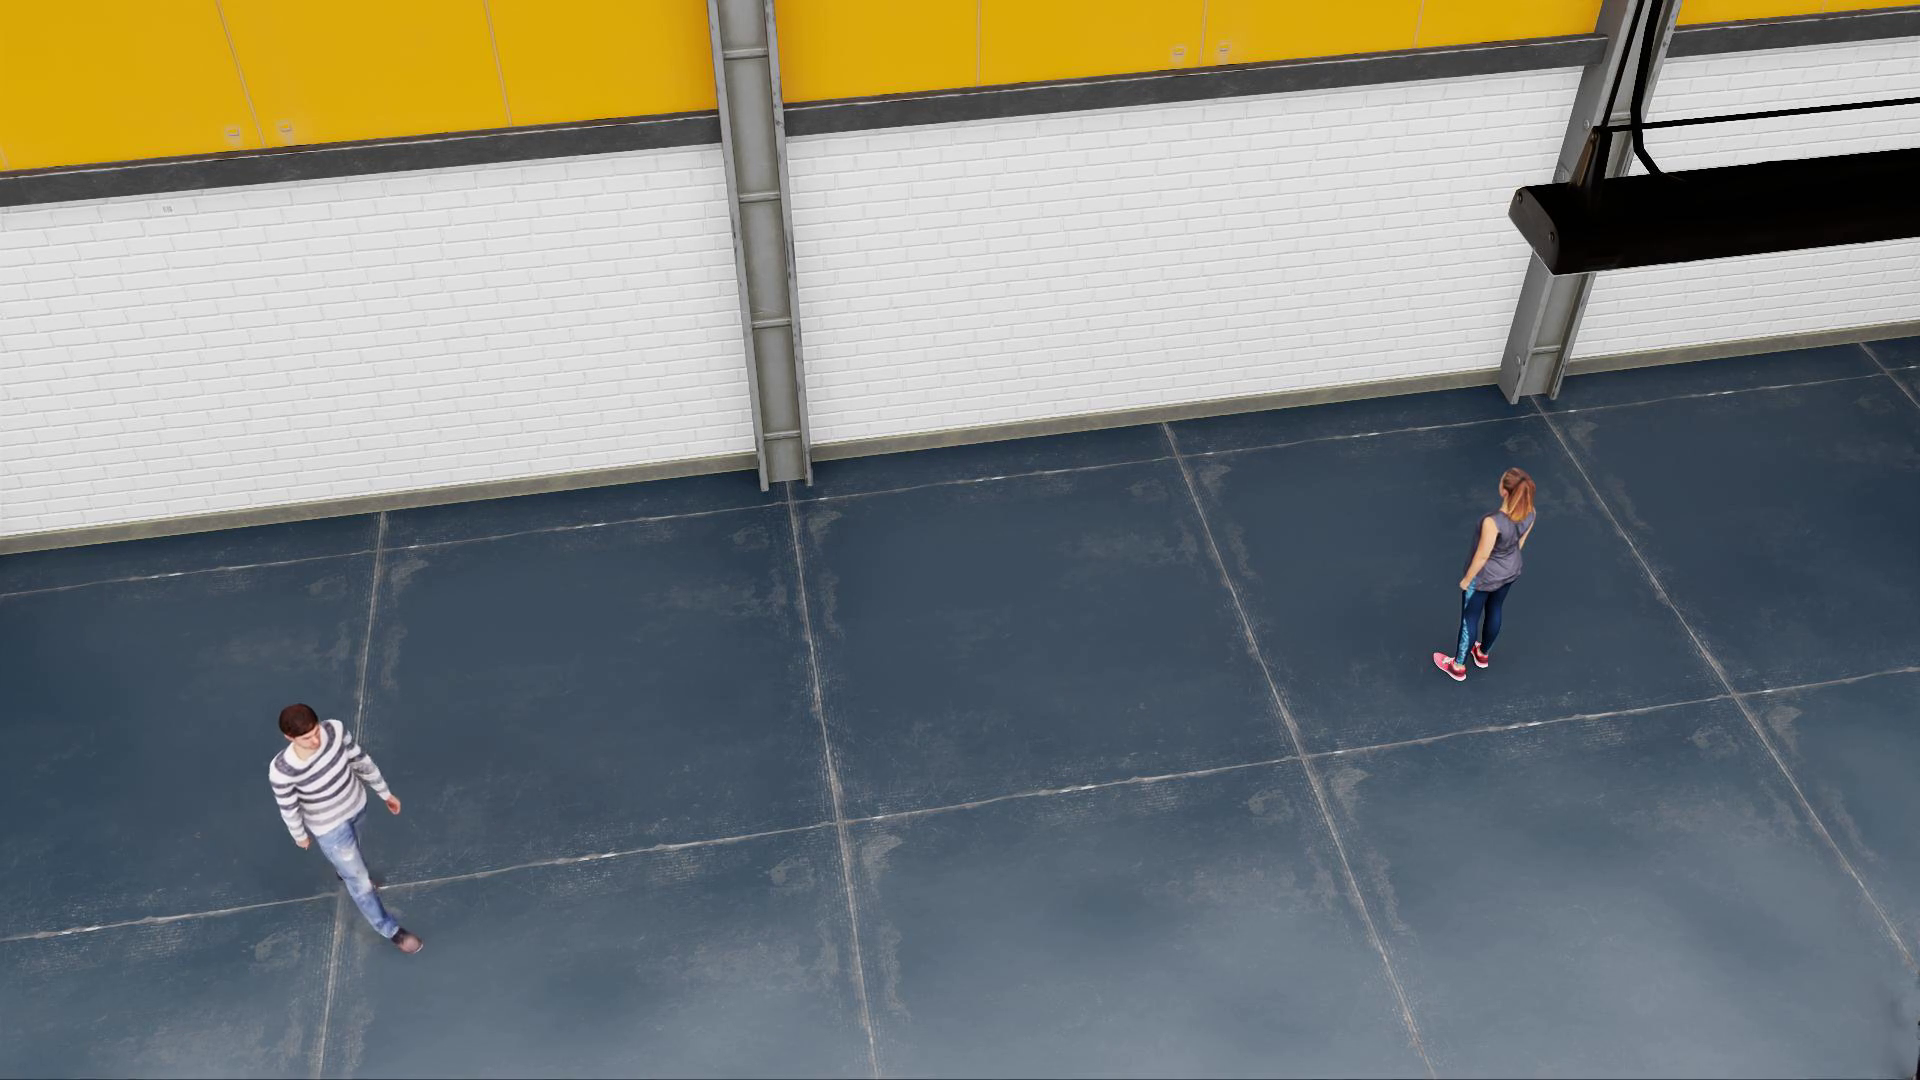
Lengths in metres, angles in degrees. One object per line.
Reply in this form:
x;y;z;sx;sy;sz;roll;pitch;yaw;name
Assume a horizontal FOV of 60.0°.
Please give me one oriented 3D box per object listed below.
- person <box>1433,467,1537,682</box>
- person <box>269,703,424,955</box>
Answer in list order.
3.410;0.217;10.681;0.566;1.724;0.684;-21;47;-21;person
-3.550;1.479;9.294;1.194;1.811;1.084;20;47;20;person
